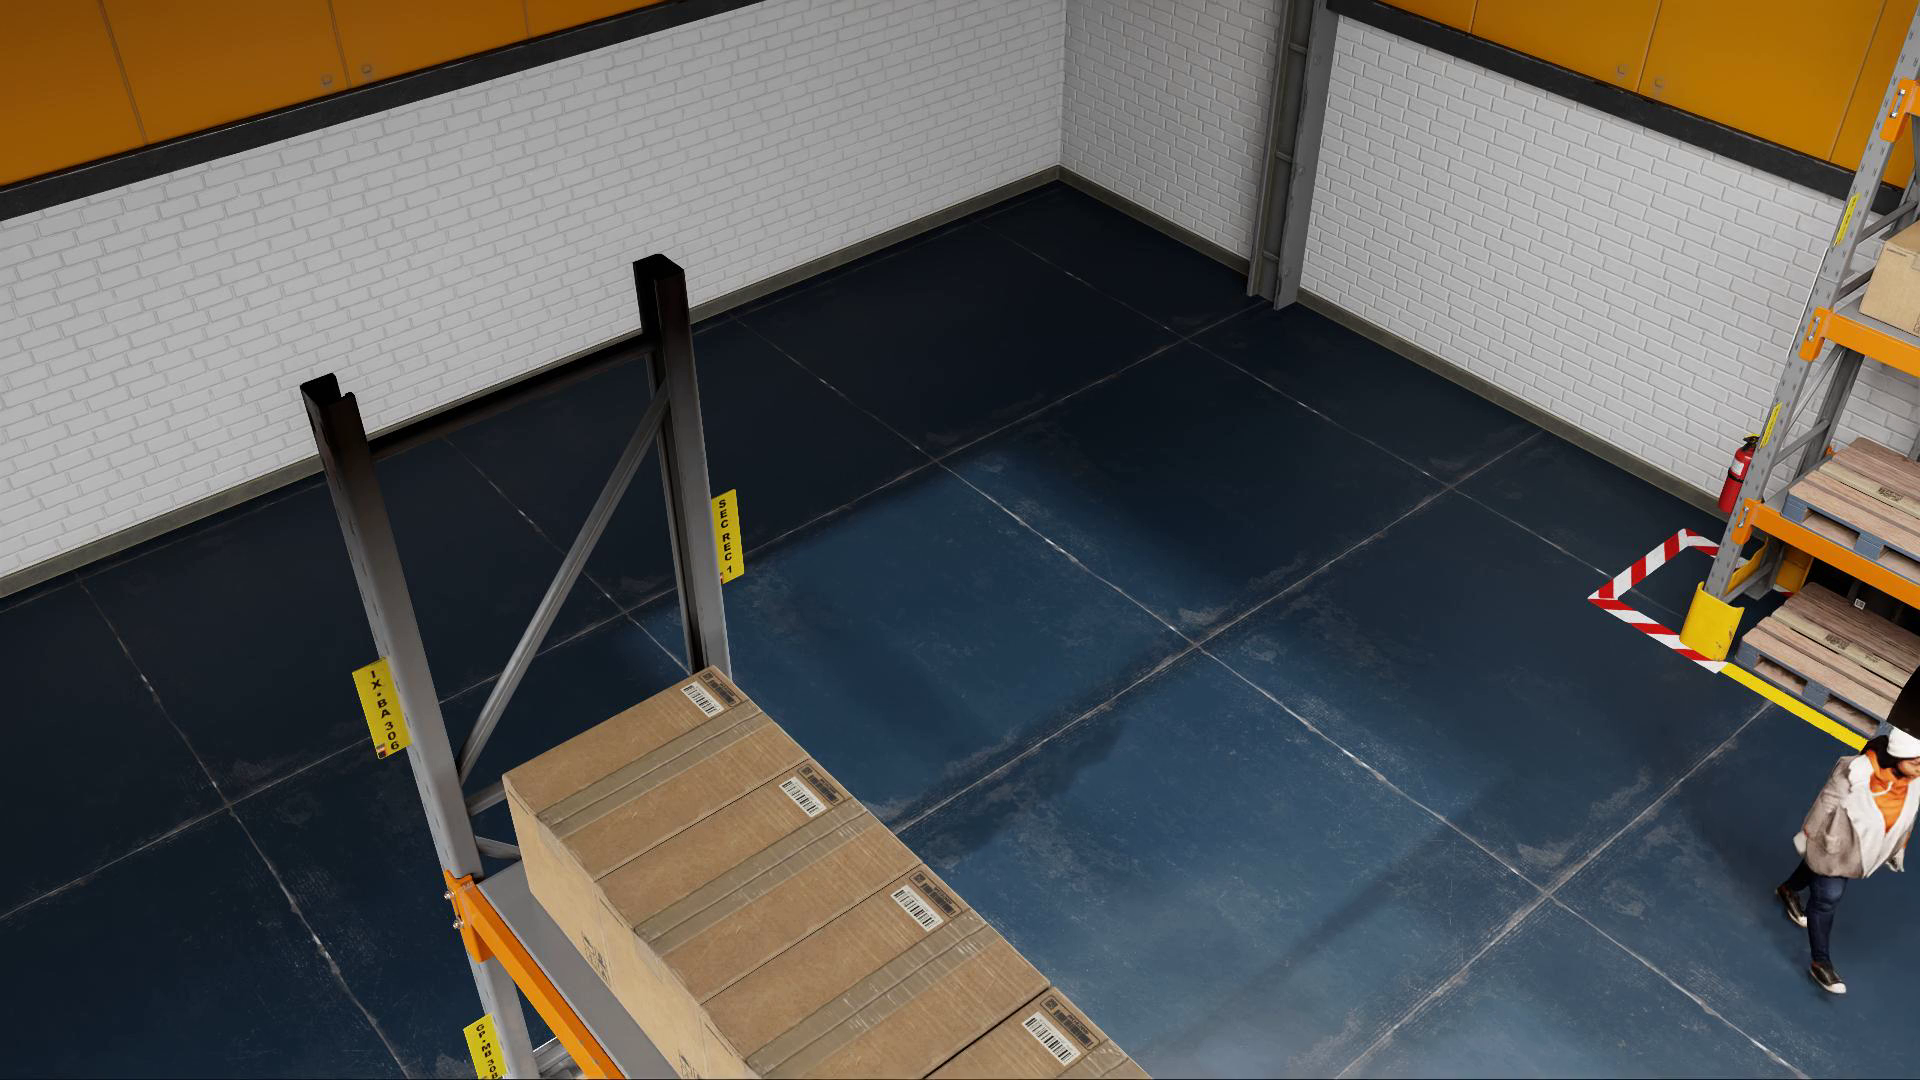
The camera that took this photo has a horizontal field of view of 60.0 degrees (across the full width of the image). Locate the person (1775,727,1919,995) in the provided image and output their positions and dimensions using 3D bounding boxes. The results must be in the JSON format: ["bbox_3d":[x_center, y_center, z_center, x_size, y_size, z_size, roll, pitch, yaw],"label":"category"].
[{"bbox_3d":[5.066,1.620,9.568,1.032,1.856,1.215,-7,39,-8],"label":"person"}]
